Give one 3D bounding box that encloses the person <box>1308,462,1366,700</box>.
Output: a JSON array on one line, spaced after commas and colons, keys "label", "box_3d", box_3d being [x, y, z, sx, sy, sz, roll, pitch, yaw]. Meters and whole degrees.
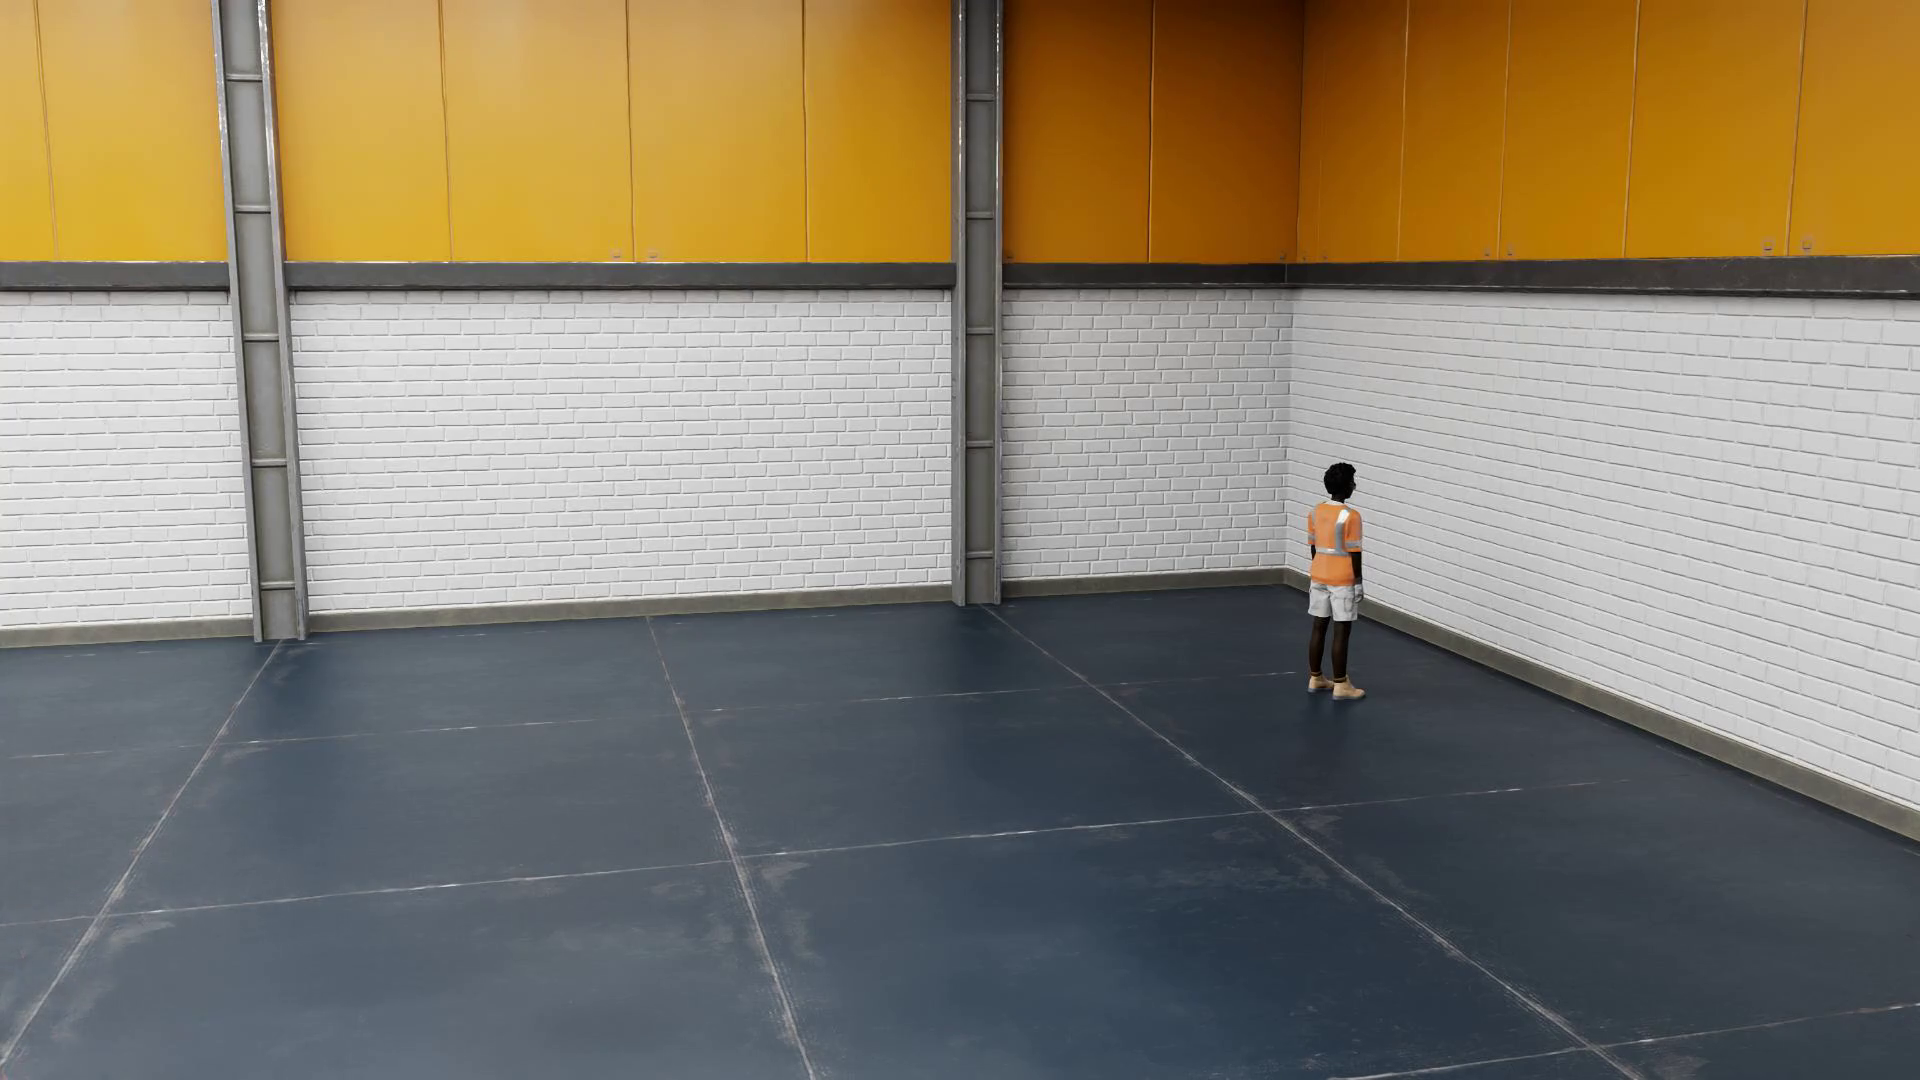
[{"label": "person", "box_3d": [2.695, 0.291, 11.900, 0.318, 1.697, 0.535, -5, 10, -28]}]
